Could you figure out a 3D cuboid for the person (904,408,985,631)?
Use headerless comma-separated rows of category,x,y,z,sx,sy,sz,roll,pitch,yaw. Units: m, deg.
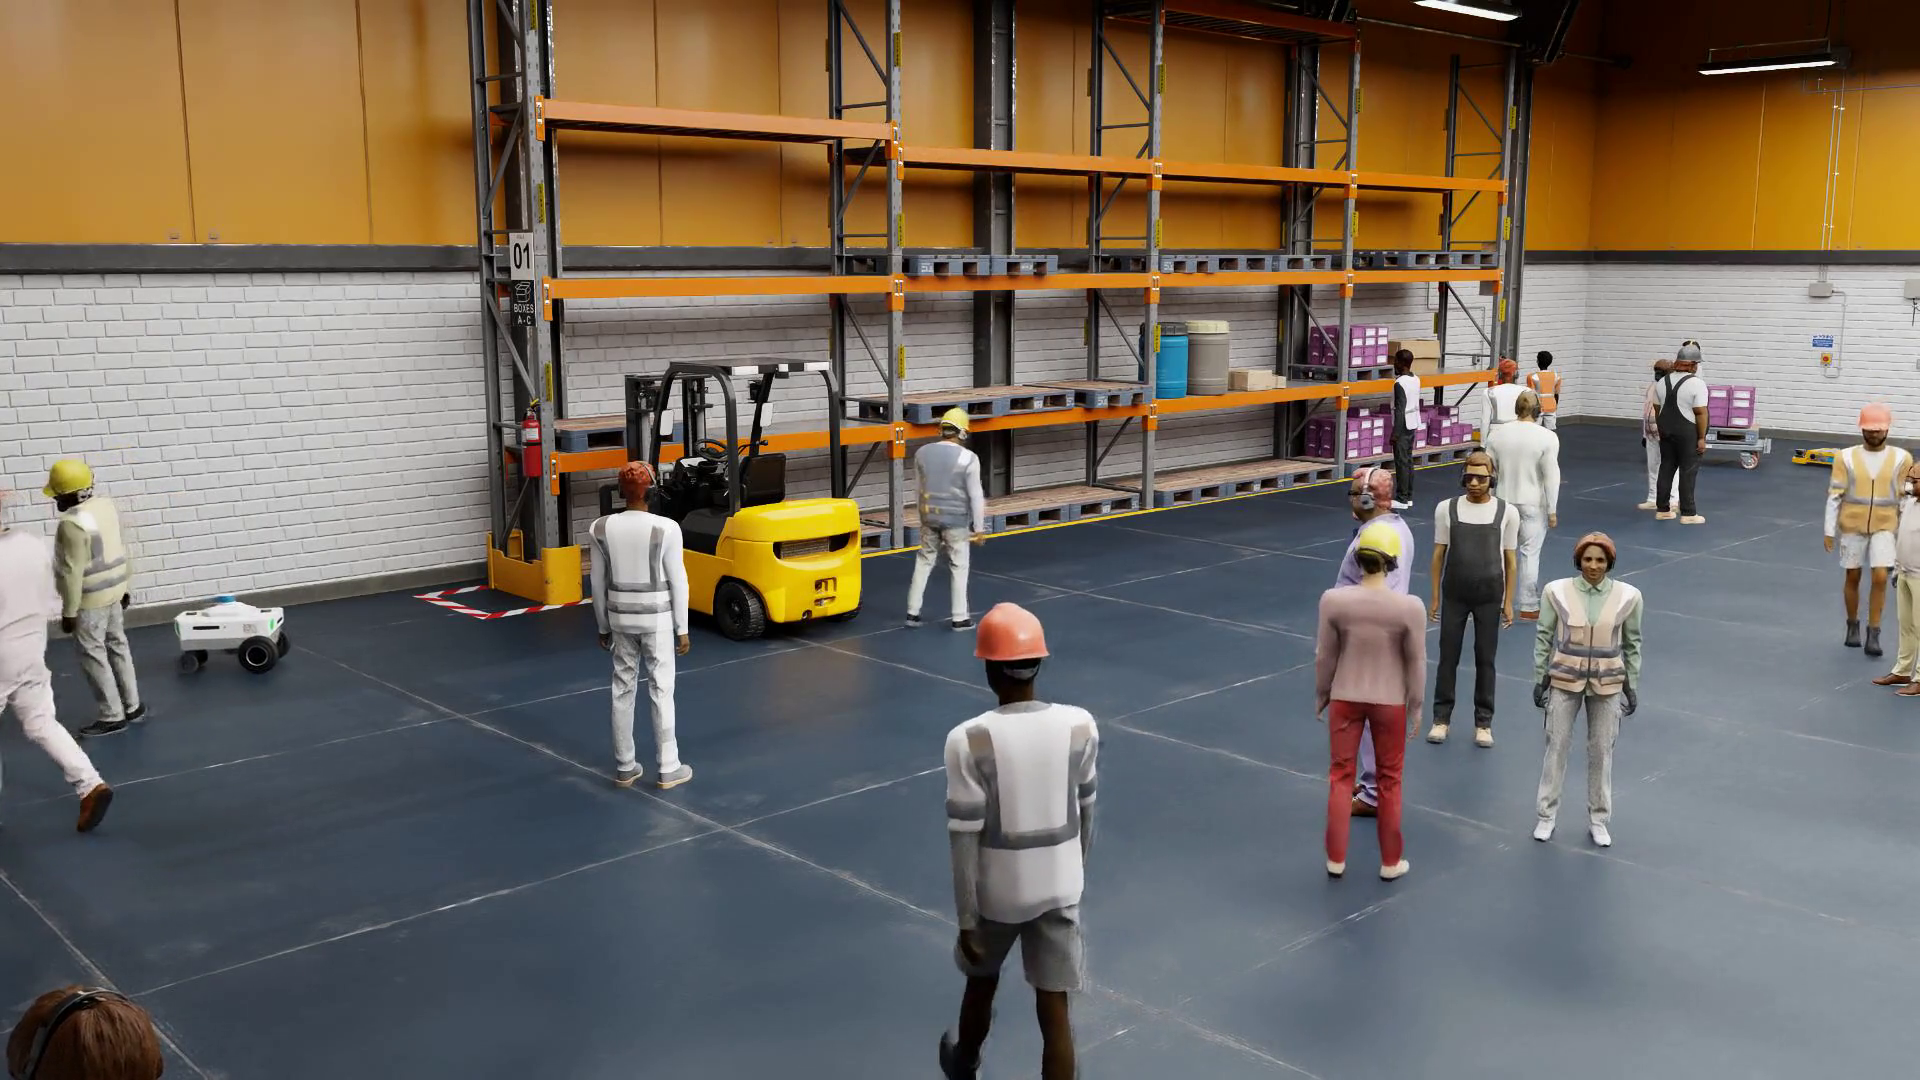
person,-0.127,-0.153,13.468,0.704,1.808,0.519,5,11,27

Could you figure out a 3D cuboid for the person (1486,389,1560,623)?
person,4.672,-0.284,13.843,0.352,1.937,0.635,-9,13,-44

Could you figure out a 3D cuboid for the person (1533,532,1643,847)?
person,3.226,0.765,8.580,0.523,1.636,0.310,3,10,16

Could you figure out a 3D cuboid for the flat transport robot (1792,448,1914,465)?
flat transport robot,12.810,-1.162,23.854,0.652,0.197,1.431,-6,12,-33

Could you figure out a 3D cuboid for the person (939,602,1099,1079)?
person,0.182,1.140,5.659,0.554,1.884,0.978,-2,10,-14

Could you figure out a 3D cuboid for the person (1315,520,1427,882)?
person,1.998,0.782,8.110,0.533,1.768,0.330,4,11,23

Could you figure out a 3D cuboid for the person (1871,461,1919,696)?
person,6.624,0.262,11.533,0.280,1.634,0.499,0,10,2

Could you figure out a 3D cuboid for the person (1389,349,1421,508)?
person,5.357,-1.339,20.078,0.385,1.918,0.596,6,11,31

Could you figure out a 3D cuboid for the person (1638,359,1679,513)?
person,8.328,-1.225,19.702,0.431,1.832,0.644,-3,10,-17

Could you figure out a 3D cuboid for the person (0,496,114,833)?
person,-4.930,0.636,8.660,0.872,1.875,0.639,3,10,15

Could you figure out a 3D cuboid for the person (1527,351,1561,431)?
person,8.273,-1.841,23.653,0.535,1.700,0.318,-2,10,-12

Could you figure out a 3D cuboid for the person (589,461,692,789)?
person,-1.809,0.488,9.489,0.573,1.883,0.356,2,10,12

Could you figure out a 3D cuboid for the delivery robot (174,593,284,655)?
delivery robot,-5.375,0.634,12.238,0.707,0.478,0.477,-2,10,-10

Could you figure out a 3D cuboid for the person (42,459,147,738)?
person,-5.502,0.354,10.586,0.406,1.793,0.737,0,10,-2

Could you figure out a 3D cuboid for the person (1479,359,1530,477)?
person,6.150,-1.094,18.739,0.573,1.885,0.355,2,10,14

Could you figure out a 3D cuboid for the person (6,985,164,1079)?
person,-1.420,1.642,2.845,0.429,1.843,0.627,4,10,21

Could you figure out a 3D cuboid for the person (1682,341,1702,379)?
person,10.078,-1.824,23.061,0.325,1.871,0.521,5,11,29

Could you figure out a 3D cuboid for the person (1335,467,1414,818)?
person,2.222,0.551,9.053,0.402,1.904,0.652,5,11,26

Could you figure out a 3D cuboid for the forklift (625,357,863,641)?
forklift,-1.847,-0.414,13.852,1.214,2.155,2.313,-9,13,-42

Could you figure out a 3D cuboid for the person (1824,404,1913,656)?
person,6.916,-0.074,12.685,0.579,1.904,0.831,5,11,26

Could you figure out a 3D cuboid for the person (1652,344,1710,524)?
person,8.278,-1.214,18.988,0.538,2.000,0.685,-5,11,-25

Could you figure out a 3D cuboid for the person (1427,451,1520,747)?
person,3.179,0.365,10.313,0.506,1.845,0.344,4,10,20
